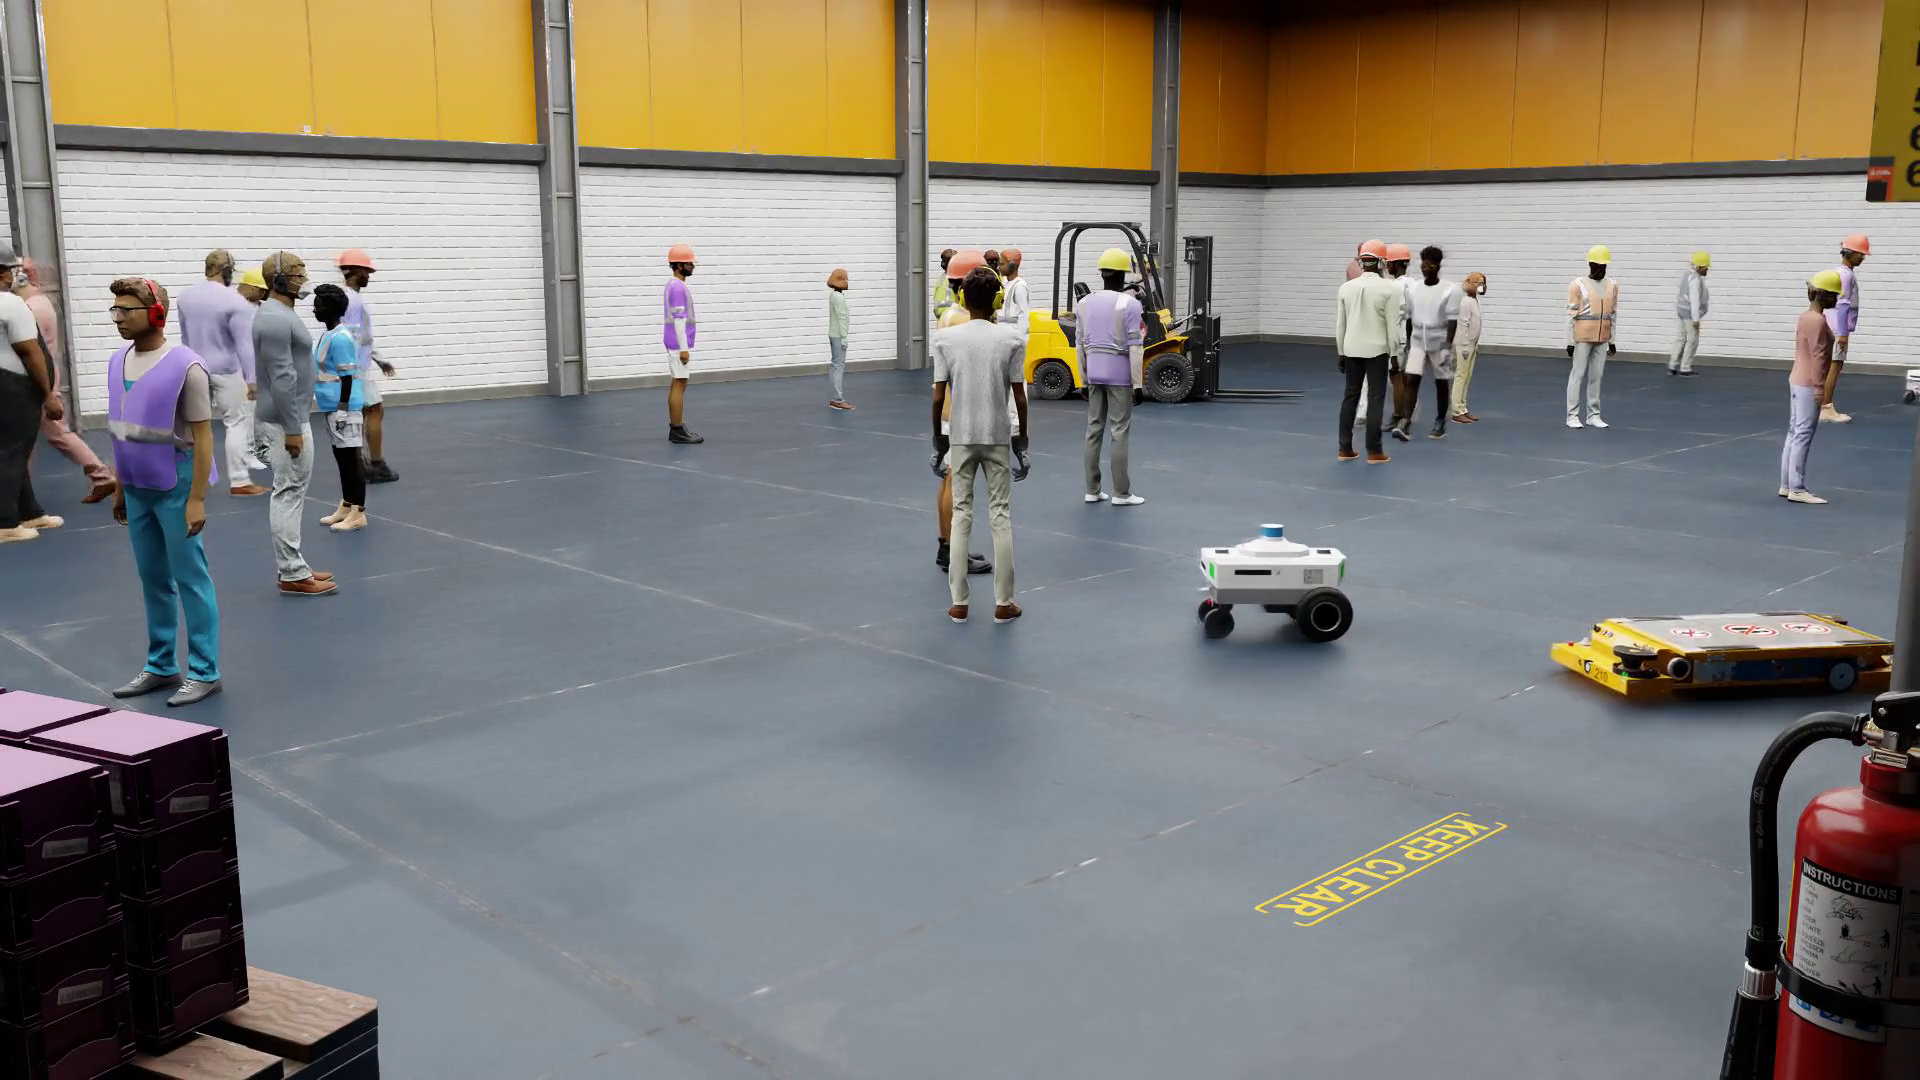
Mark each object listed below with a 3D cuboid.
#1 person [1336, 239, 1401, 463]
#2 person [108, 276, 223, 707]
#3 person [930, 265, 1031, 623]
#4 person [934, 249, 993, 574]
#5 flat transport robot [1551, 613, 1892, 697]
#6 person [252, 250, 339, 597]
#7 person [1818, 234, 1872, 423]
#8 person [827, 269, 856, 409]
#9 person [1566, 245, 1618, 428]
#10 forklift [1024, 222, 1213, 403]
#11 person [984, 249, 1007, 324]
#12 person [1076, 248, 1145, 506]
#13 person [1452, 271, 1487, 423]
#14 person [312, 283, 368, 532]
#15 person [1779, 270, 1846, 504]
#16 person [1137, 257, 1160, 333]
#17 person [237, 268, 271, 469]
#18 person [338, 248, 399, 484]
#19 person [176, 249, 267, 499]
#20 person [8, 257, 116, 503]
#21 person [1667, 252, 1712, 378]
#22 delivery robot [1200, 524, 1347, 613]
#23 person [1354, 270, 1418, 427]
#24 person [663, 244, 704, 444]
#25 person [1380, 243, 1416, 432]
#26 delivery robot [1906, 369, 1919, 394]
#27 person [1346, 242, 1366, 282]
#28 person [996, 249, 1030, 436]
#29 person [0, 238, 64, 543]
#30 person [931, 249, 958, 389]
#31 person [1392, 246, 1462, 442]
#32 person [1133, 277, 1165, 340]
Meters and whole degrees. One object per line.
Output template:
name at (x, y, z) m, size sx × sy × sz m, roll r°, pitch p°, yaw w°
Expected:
person at (3.657, -1.678, 14.868) m, size 0.617 × 1.987 × 0.406 m, roll 10°, pitch 14°, yaw 43°
person at (-3.448, -0.210, 7.214) m, size 0.564 × 1.848 × 0.388 m, roll 5°, pitch 12°, yaw 27°
person at (0.107, -0.491, 8.705) m, size 0.531 × 1.863 × 0.310 m, roll 1°, pitch 10°, yaw 6°
person at (0.029, -0.772, 10.035) m, size 0.379 × 1.937 × 0.547 m, roll -1°, pitch 10°, yaw -4°
flat transport robot at (3.534, 0.508, 7.601) m, size 1.431 × 0.197 × 0.652 m, roll -2°, pitch 11°, yaw -9°
person at (-3.771, -0.653, 9.383) m, size 0.373 × 1.940 × 0.628 m, roll -4°, pitch 11°, yaw -21°
person at (9.577, -2.281, 18.013) m, size 0.402 × 2.029 × 0.614 m, roll 4°, pitch 11°, yaw 22°
person at (-1.404, -2.350, 19.465) m, size 0.287 × 1.635 × 0.500 m, roll -3°, pitch 11°, yaw -14°
person at (6.643, -2.125, 17.473) m, size 0.584 × 1.919 × 0.388 m, roll -3°, pitch 11°, yaw -16°
forklift at (1.935, -2.847, 20.651) m, size 2.313 × 2.155 × 1.214 m, roll 2°, pitch 11°, yaw 13°
person at (0.389, -2.767, 21.180) m, size 0.627 × 1.843 × 0.429 m, roll -2°, pitch 11°, yaw -10°
person at (1.135, -1.216, 12.482) m, size 0.585 × 1.928 × 0.366 m, roll 9°, pitch 14°, yaw 40°
person at (5.525, -2.088, 18.040) m, size 0.285 × 1.632 × 0.499 m, roll 6°, pitch 12°, yaw 31°
person at (-4.272, -0.907, 11.430) m, size 0.317 × 1.696 × 0.538 m, roll -6°, pitch 12°, yaw -31°
person at (6.483, -1.158, 12.633) m, size 0.327 × 1.764 × 0.542 m, roll 3°, pitch 11°, yaw 15°
person at (2.660, -3.178, 23.771) m, size 0.929 × 1.714 × 0.540 m, roll -4°, pitch 11°, yaw -20°
person at (-6.114, -1.492, 14.510) m, size 0.312 × 1.737 × 0.483 m, roll 2°, pitch 11°, yaw 13°
person at (-4.885, -1.427, 13.682) m, size 0.509 × 1.914 × 0.546 m, roll -7°, pitch 12°, yaw -32°
person at (-5.771, -1.257, 12.752) m, size 0.810 × 1.915 × 0.550 m, roll 3°, pitch 11°, yaw 17°
person at (-6.851, -1.175, 12.428) m, size 0.959 × 1.870 × 0.653 m, roll -5°, pitch 12°, yaw -27°
person at (10.434, -3.212, 23.783) m, size 0.489 × 1.790 × 0.711 m, roll 3°, pitch 11°, yaw 16°
delivery robot at (1.585, 0.162, 8.461) m, size 0.707 × 0.478 × 0.477 m, roll 0°, pitch 10°, yaw 1°
person at (4.477, -2.116, 17.612) m, size 0.829 × 1.850 × 0.641 m, roll -6°, pitch 12°, yaw -29°
person at (-2.712, -1.912, 16.246) m, size 0.364 × 1.939 × 0.542 m, roll -3°, pitch 11°, yaw -14°
person at (4.493, -2.076, 17.146) m, size 0.364 × 1.938 × 0.543 m, roll 6°, pitch 12°, yaw 29°
delivery robot at (11.695, -1.928, 19.858) m, size 0.707 × 0.478 × 0.477 m, roll -3°, pitch 11°, yaw -14°
person at (6.459, -3.802, 26.646) m, size 0.408 × 1.908 × 0.641 m, roll -4°, pitch 11°, yaw -22°
person at (0.531, -2.003, 16.893) m, size 0.341 × 1.882 × 0.587 m, roll -2°, pitch 11°, yaw -12°
person at (-6.359, -1.025, 11.136) m, size 0.688 × 2.000 × 0.597 m, roll 6°, pitch 12°, yaw 29°
person at (-0.132, -2.868, 21.726) m, size 0.429 × 1.845 × 0.621 m, roll -6°, pitch 12°, yaw -30°
person at (4.580, -1.908, 16.291) m, size 0.608 × 1.904 × 1.006 m, roll 8°, pitch 13°, yaw 37°
person at (3.011, -3.641, 26.506) m, size 0.508 × 1.632 × 0.271 m, roll 2°, pitch 11°, yaw 13°
